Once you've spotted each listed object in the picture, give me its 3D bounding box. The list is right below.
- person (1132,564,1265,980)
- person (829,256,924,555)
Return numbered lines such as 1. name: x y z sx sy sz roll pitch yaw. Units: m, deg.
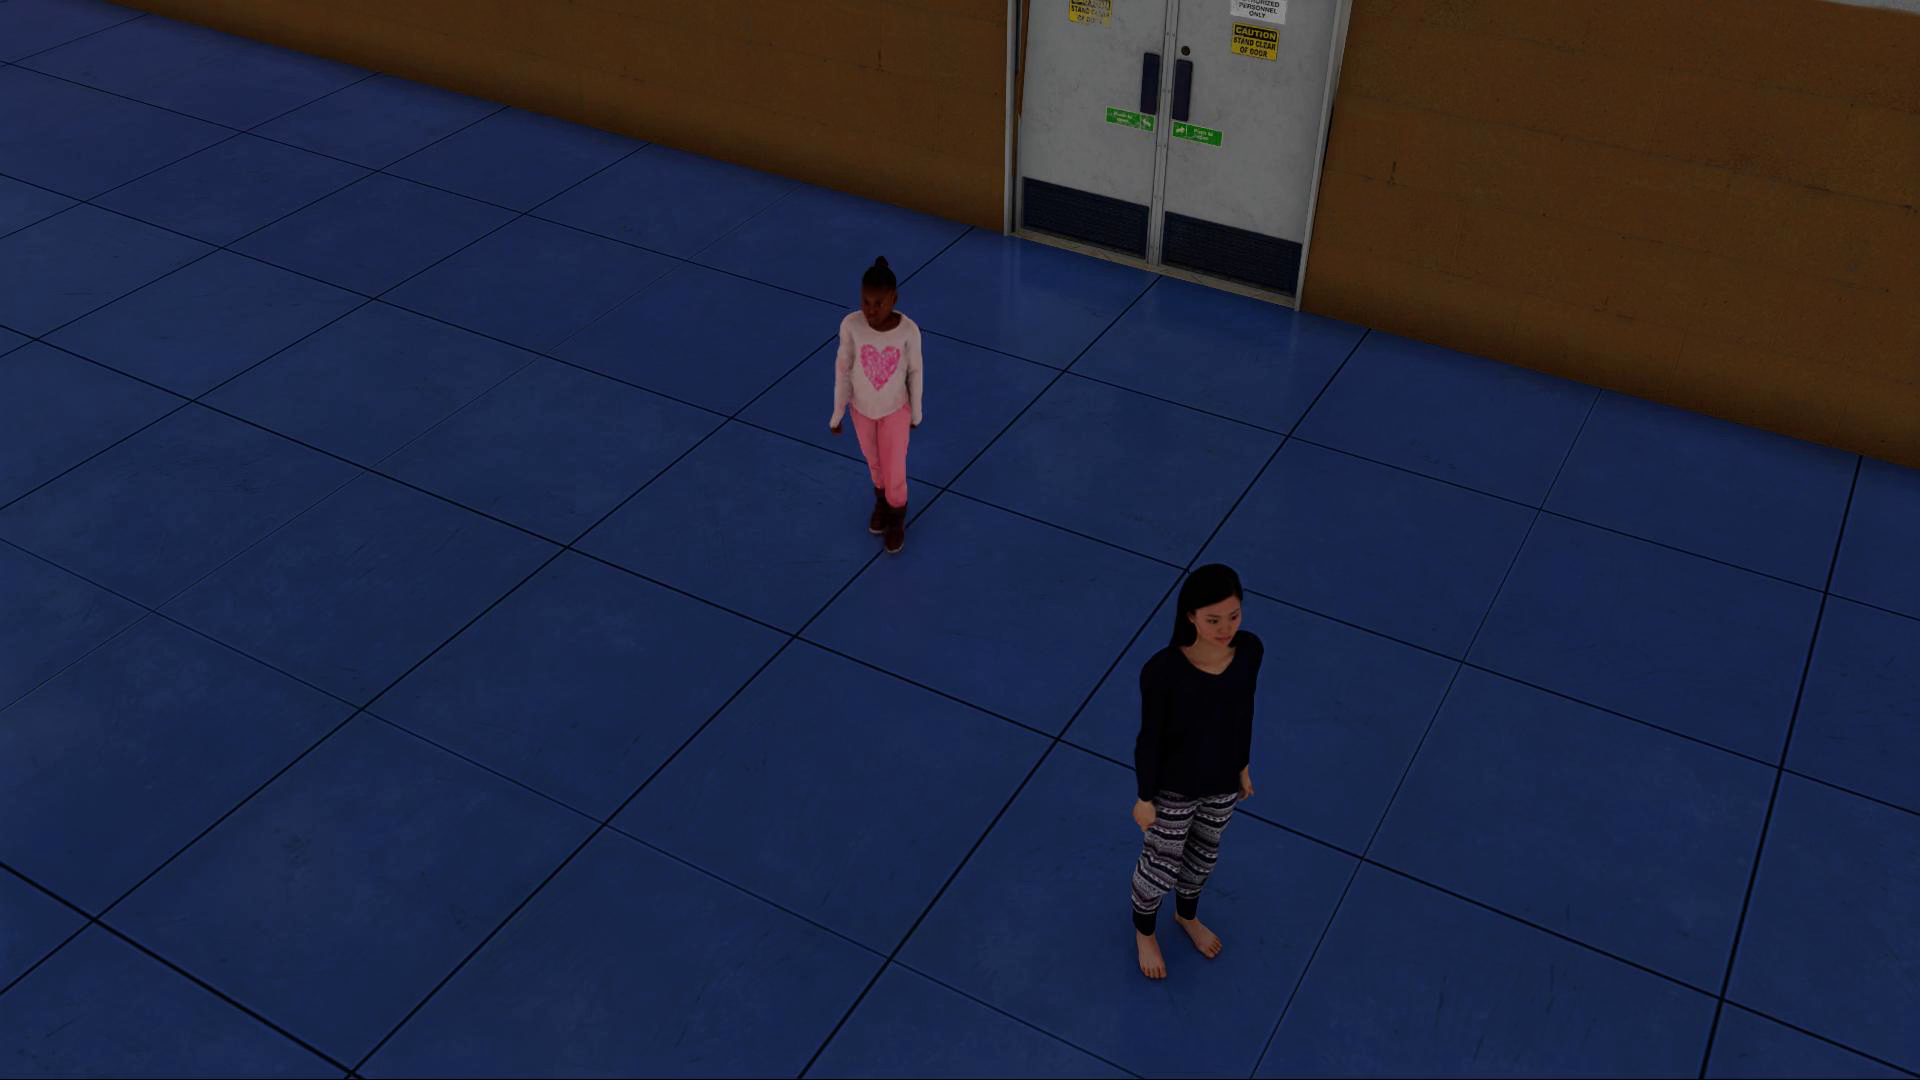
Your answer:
1. person: 0.783 0.778 5.611 0.649 1.734 0.746 -15 40 -19
2. person: -0.362 -0.675 7.798 0.629 1.433 0.691 10 38 13
